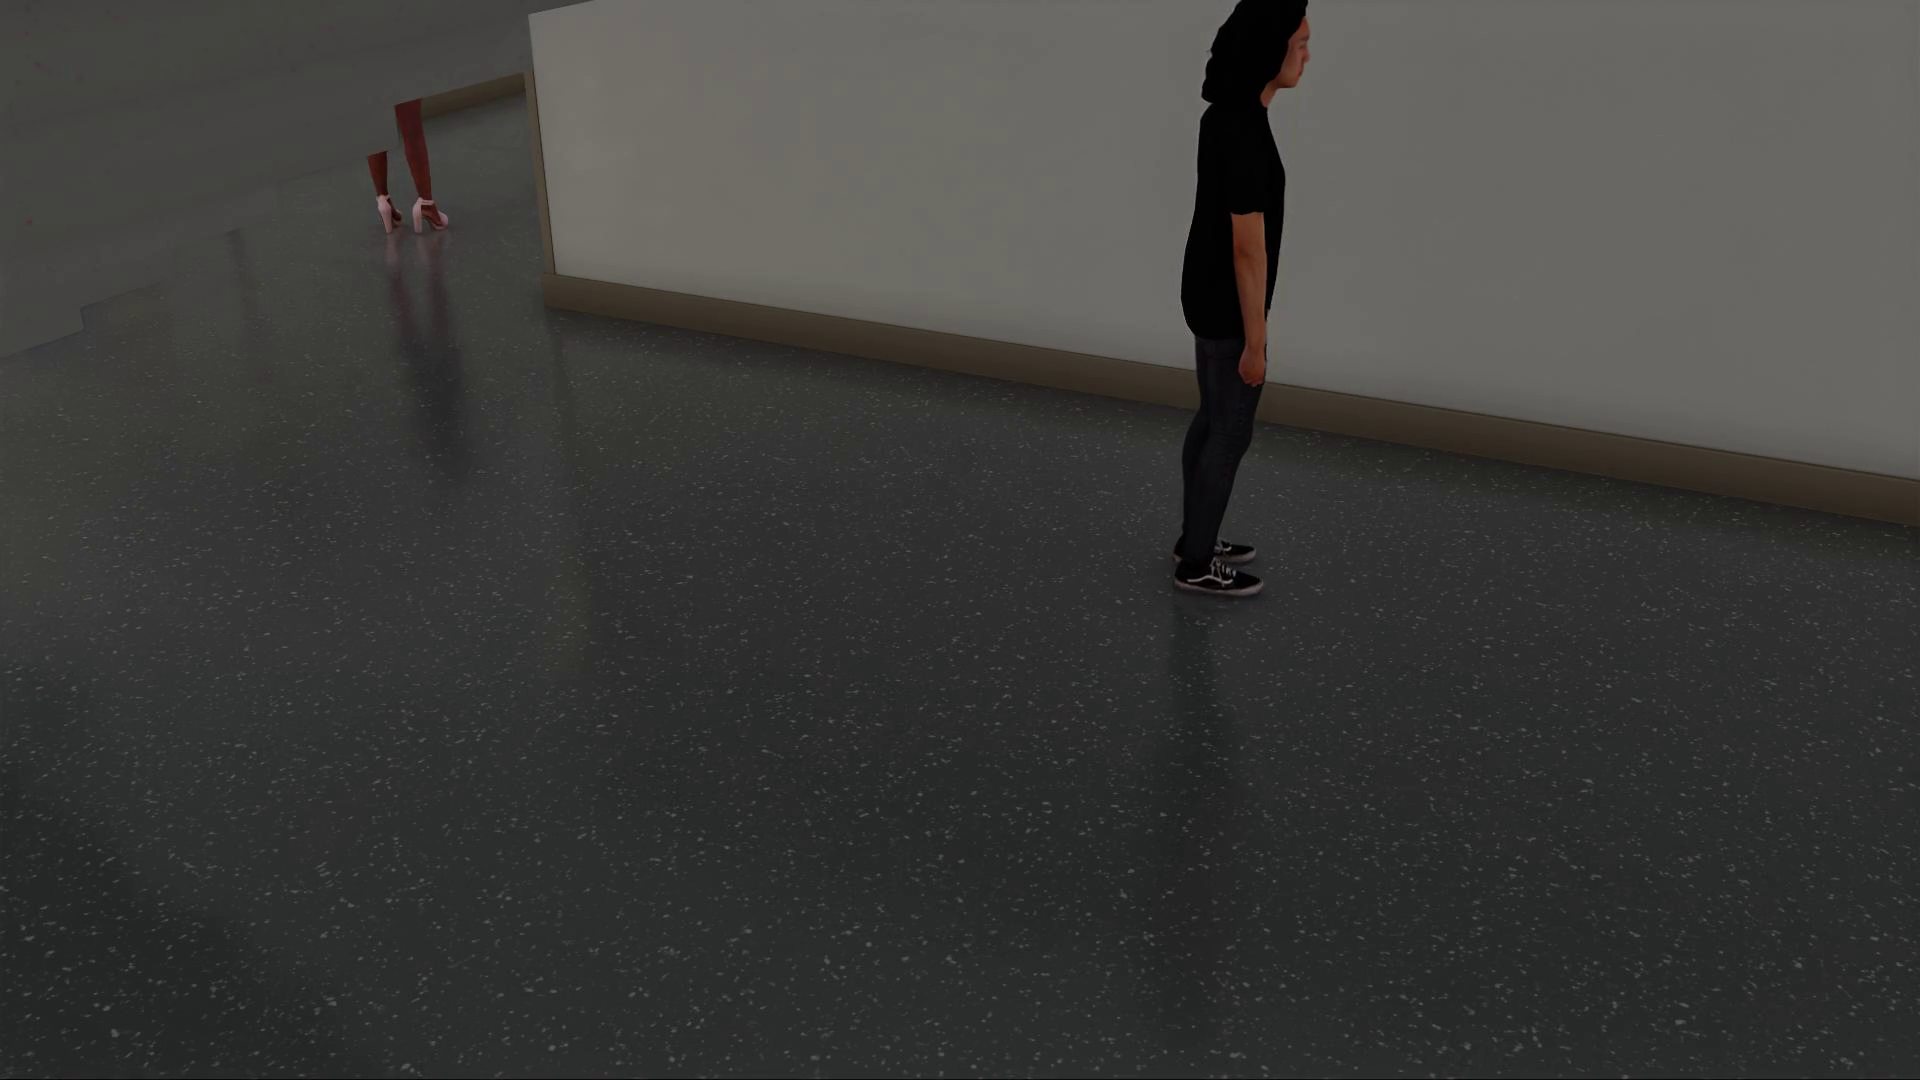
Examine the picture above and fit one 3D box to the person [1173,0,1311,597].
[{"bbox_3d":[0.784,-0.704,4.929,0.707,1.824,0.715,-1,26,-3],"label":"person"}]
